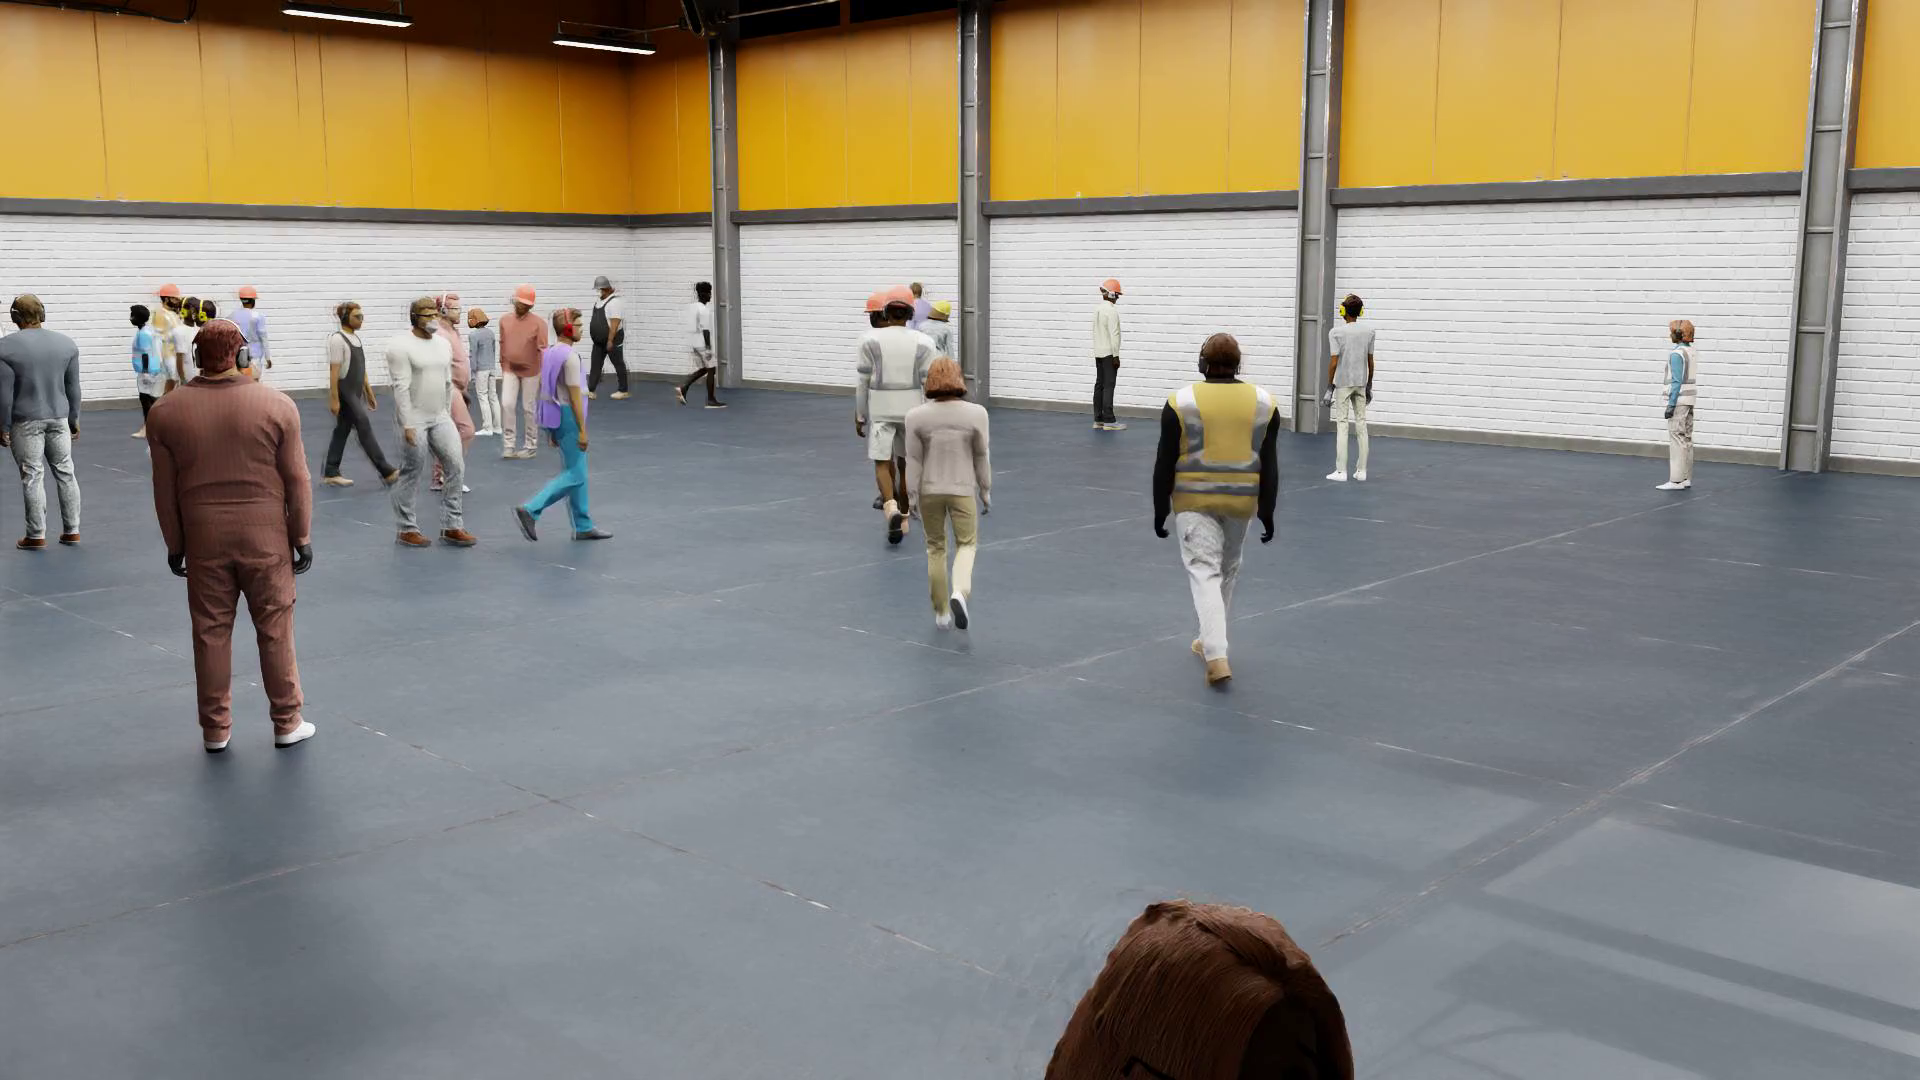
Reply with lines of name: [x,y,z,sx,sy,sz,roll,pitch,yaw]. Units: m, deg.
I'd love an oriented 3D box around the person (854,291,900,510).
person: [-0.705,-1.214,14.614,0.529,1.919,0.580,8,12,41]

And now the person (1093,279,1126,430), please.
person: [1.965,-2.450,22.000,0.388,1.987,0.608,-4,10,-21]

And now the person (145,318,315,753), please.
person: [-3.173,-0.015,7.311,0.643,1.909,0.411,-2,9,-12]

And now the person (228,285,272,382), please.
person: [-9.879,-2.576,23.041,0.554,1.900,0.938,2,10,14]

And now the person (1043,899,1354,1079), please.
person: [0.140,1.074,1.544,0.504,1.610,0.674,-5,10,-26]

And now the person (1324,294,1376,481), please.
person: [3.895,-1.519,16.643,0.520,1.874,0.332,-2,9,-12]

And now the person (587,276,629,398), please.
person: [-5.821,-3.297,27.030,0.969,2.000,0.694,-8,12,-40]

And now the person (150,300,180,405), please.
person: [-11.714,-2.785,24.689,0.926,1.787,0.624,-8,12,-42]

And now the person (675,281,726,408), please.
person: [-3.951,-2.961,25.258,0.681,1.944,0.632,-6,11,-32]

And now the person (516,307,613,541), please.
person: [-3.069,-0.875,12.825,0.696,1.830,0.578,-5,10,-26]

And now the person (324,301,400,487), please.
person: [-5.791,-1.394,16.094,0.932,1.797,0.537,0,9,0]

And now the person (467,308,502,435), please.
person: [-6.087,-2.140,21.225,0.313,1.623,0.496,3,10,20]

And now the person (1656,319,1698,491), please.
person: [6.900,-1.291,15.955,0.311,1.638,0.522,8,12,40]

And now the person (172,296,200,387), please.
person: [-8.425,-1.736,18.110,0.921,1.836,0.531,1,9,7]

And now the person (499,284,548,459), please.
person: [-4.836,-1.853,18.440,0.651,1.947,0.619,2,9,11]

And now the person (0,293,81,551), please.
person: [-6.964,-0.889,12.574,0.372,1.940,0.632,7,12,37]

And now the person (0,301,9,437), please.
person: [-12.141,-2.222,20.925,0.575,1.882,0.355,8,12,40]

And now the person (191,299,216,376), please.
person: [-7.619,-1.560,17.103,0.977,1.818,0.534,0,9,-2]

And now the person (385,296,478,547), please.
person: [-3.994,-0.875,12.582,0.777,1.912,0.646,6,11,32]

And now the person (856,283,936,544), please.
person: [-0.491,-0.980,12.919,0.612,2.015,0.872,-2,9,-10]

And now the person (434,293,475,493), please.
person: [-4.809,-1.385,15.781,0.521,1.889,0.647,-2,9,-9]

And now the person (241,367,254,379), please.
person: [-6.090,-0.991,13.975,0.372,1.679,0.534,-6,11,-31]

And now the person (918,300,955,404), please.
person: [-0.282,-2.254,21.639,0.647,1.715,0.426,3,10,17]

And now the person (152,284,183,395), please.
person: [-10.489,-2.454,22.223,0.566,1.916,0.588,-1,9,-6]

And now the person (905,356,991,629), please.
person: [-0.075,-0.255,9.639,0.510,1.616,0.548,1,9,4]

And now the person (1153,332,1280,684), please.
person: [1.328,-0.180,8.667,0.635,1.801,0.938,-1,9,-8]

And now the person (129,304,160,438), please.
person: [-10.137,-2.119,20.887,0.546,1.685,0.540,-4,10,-25]

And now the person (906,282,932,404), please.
person: [-0.698,-2.938,25.212,0.737,1.910,0.654,7,12,37]
